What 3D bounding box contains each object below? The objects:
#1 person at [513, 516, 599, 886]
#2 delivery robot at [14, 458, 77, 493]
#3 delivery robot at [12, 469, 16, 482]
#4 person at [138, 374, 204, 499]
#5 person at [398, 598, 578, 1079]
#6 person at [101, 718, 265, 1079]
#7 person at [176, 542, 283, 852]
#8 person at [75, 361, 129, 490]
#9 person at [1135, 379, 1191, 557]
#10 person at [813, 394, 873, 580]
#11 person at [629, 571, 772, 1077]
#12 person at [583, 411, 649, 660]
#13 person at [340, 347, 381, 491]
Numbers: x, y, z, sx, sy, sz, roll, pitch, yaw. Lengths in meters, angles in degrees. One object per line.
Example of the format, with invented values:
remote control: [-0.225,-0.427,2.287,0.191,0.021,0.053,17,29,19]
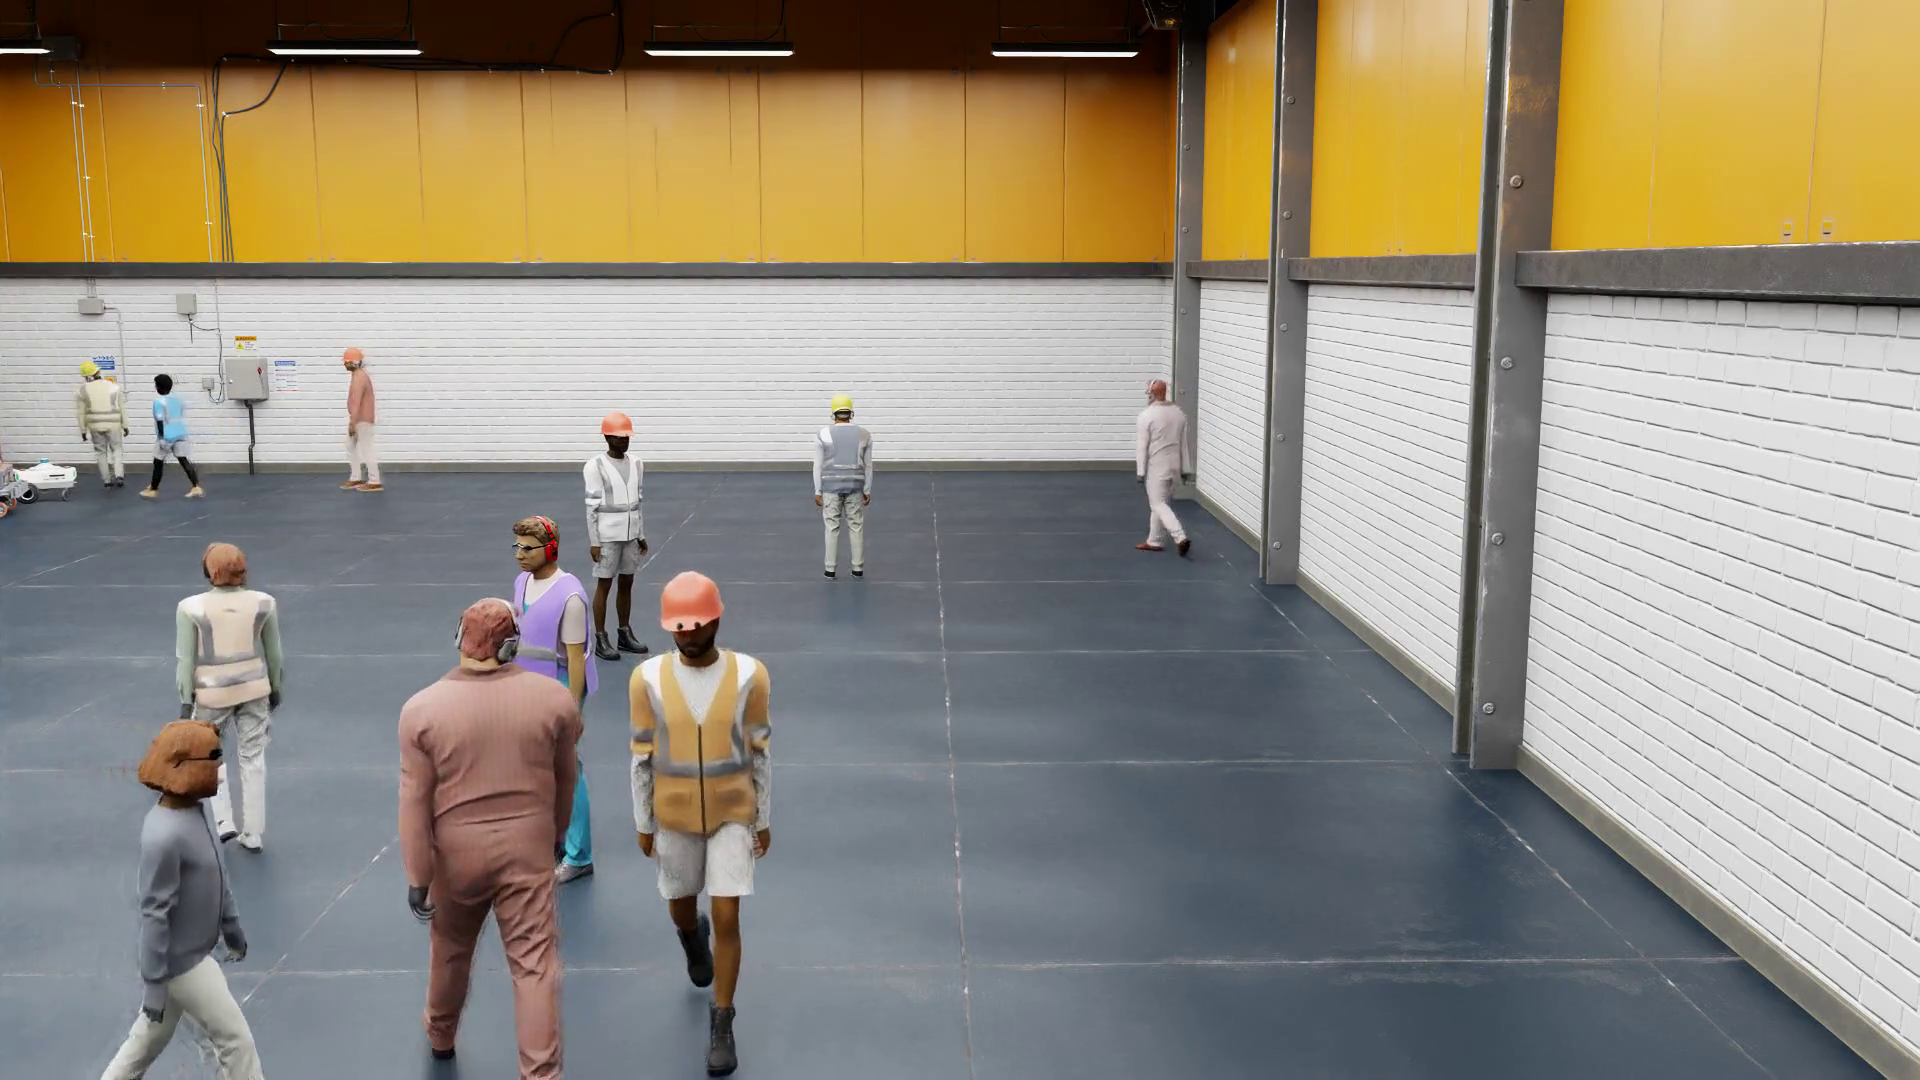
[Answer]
person: [-2.010,0.782,8.266,0.383,1.836,0.566,-8,12,-39]
delivery robot: [-11.944,-0.823,21.730,0.707,0.478,0.477,-5,11,-30]
delivery robot: [-12.668,-0.799,21.582,0.707,0.478,0.477,-1,9,-7]
person: [-10.413,-1.353,21.919,0.848,1.651,0.551,3,10,16]
person: [-1.723,1.131,6.115,0.650,1.841,0.996,-4,10,-23]
person: [-2.548,1.361,5.483,0.905,1.585,0.512,-2,10,-14]
person: [-3.782,0.819,8.649,0.546,1.621,0.389,-7,12,-38]
person: [-11.717,-1.556,22.742,0.617,1.784,0.450,-5,10,-26]
person: [2.189,-0.759,17.602,0.650,1.877,0.824,-9,13,-43]
person: [-1.147,-0.515,16.265,0.586,1.824,0.404,-3,10,-17]
person: [-1.007,1.032,6.530,0.544,1.911,0.829,-1,9,-7]
person: [-2.660,-0.042,12.995,0.379,1.938,0.547,7,12,38]
person: [-8.258,-1.629,22.634,0.721,1.966,0.649,-3,10,-15]
